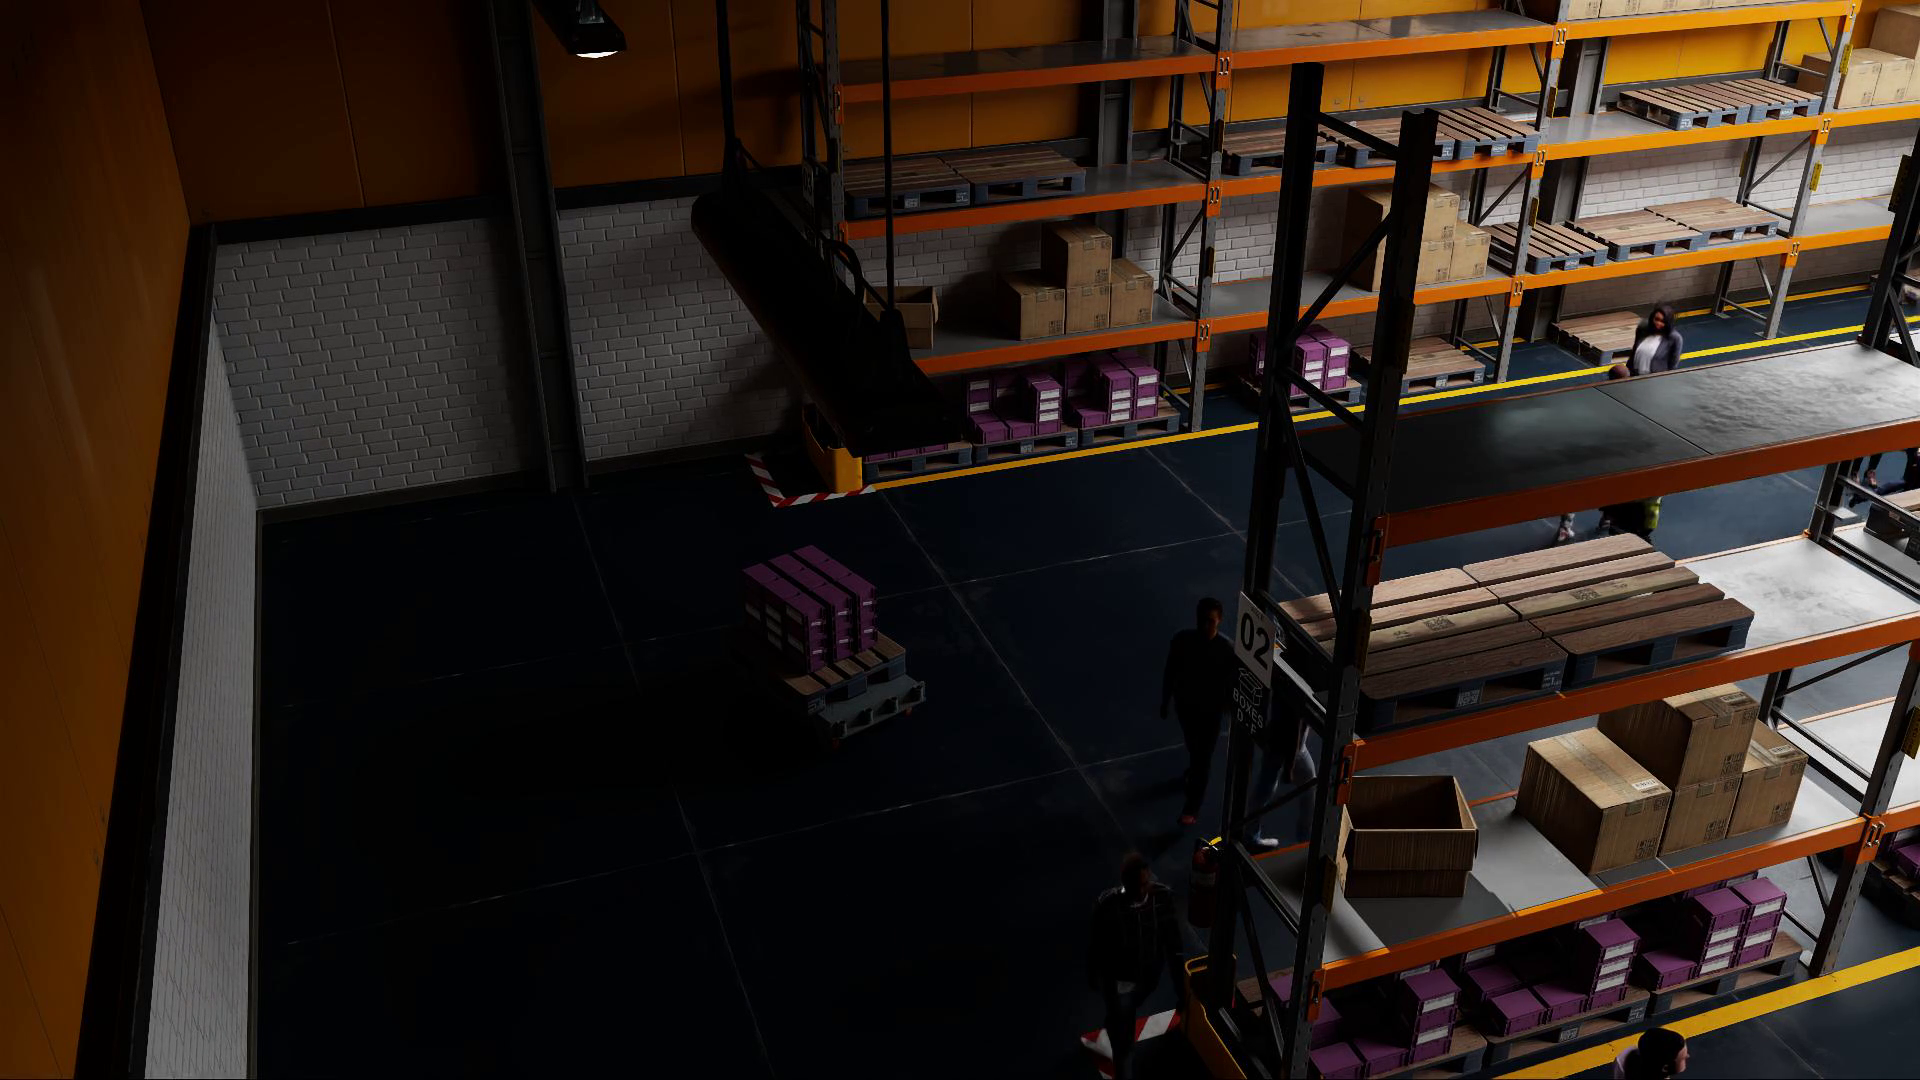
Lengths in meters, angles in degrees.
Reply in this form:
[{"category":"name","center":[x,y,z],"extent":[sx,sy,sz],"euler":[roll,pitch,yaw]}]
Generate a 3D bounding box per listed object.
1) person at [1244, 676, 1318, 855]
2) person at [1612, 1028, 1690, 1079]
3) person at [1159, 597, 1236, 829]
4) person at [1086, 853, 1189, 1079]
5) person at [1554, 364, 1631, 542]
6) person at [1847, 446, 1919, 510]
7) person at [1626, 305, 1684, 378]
[{"category":"person","center":[2.170,1.459,11.559],"extent":[0.897,1.831,0.726],"euler":[-7,29,-13]},{"category":"person","center":[3.400,3.170,8.407],"extent":[0.703,1.846,0.775],"euler":[-1,29,-3]},{"category":"person","center":[1.780,1.144,12.202],"extent":[1.139,1.768,1.207],"euler":[13,31,23]},{"category":"person","center":[0.981,2.476,9.753],"extent":[1.137,1.775,0.767],"euler":[-8,30,-15]},{"category":"person","center":[6.001,-0.798,15.747],"extent":[1.270,1.782,0.951],"euler":[-22,36,-35]},{"category":"person","center":[9.039,-0.871,15.891],"extent":[1.069,1.773,0.929],"euler":[5,29,8]},{"category":"person","center":[7.374,-1.778,17.767],"extent":[0.914,1.567,1.011],"euler":[22,35,34]}]
